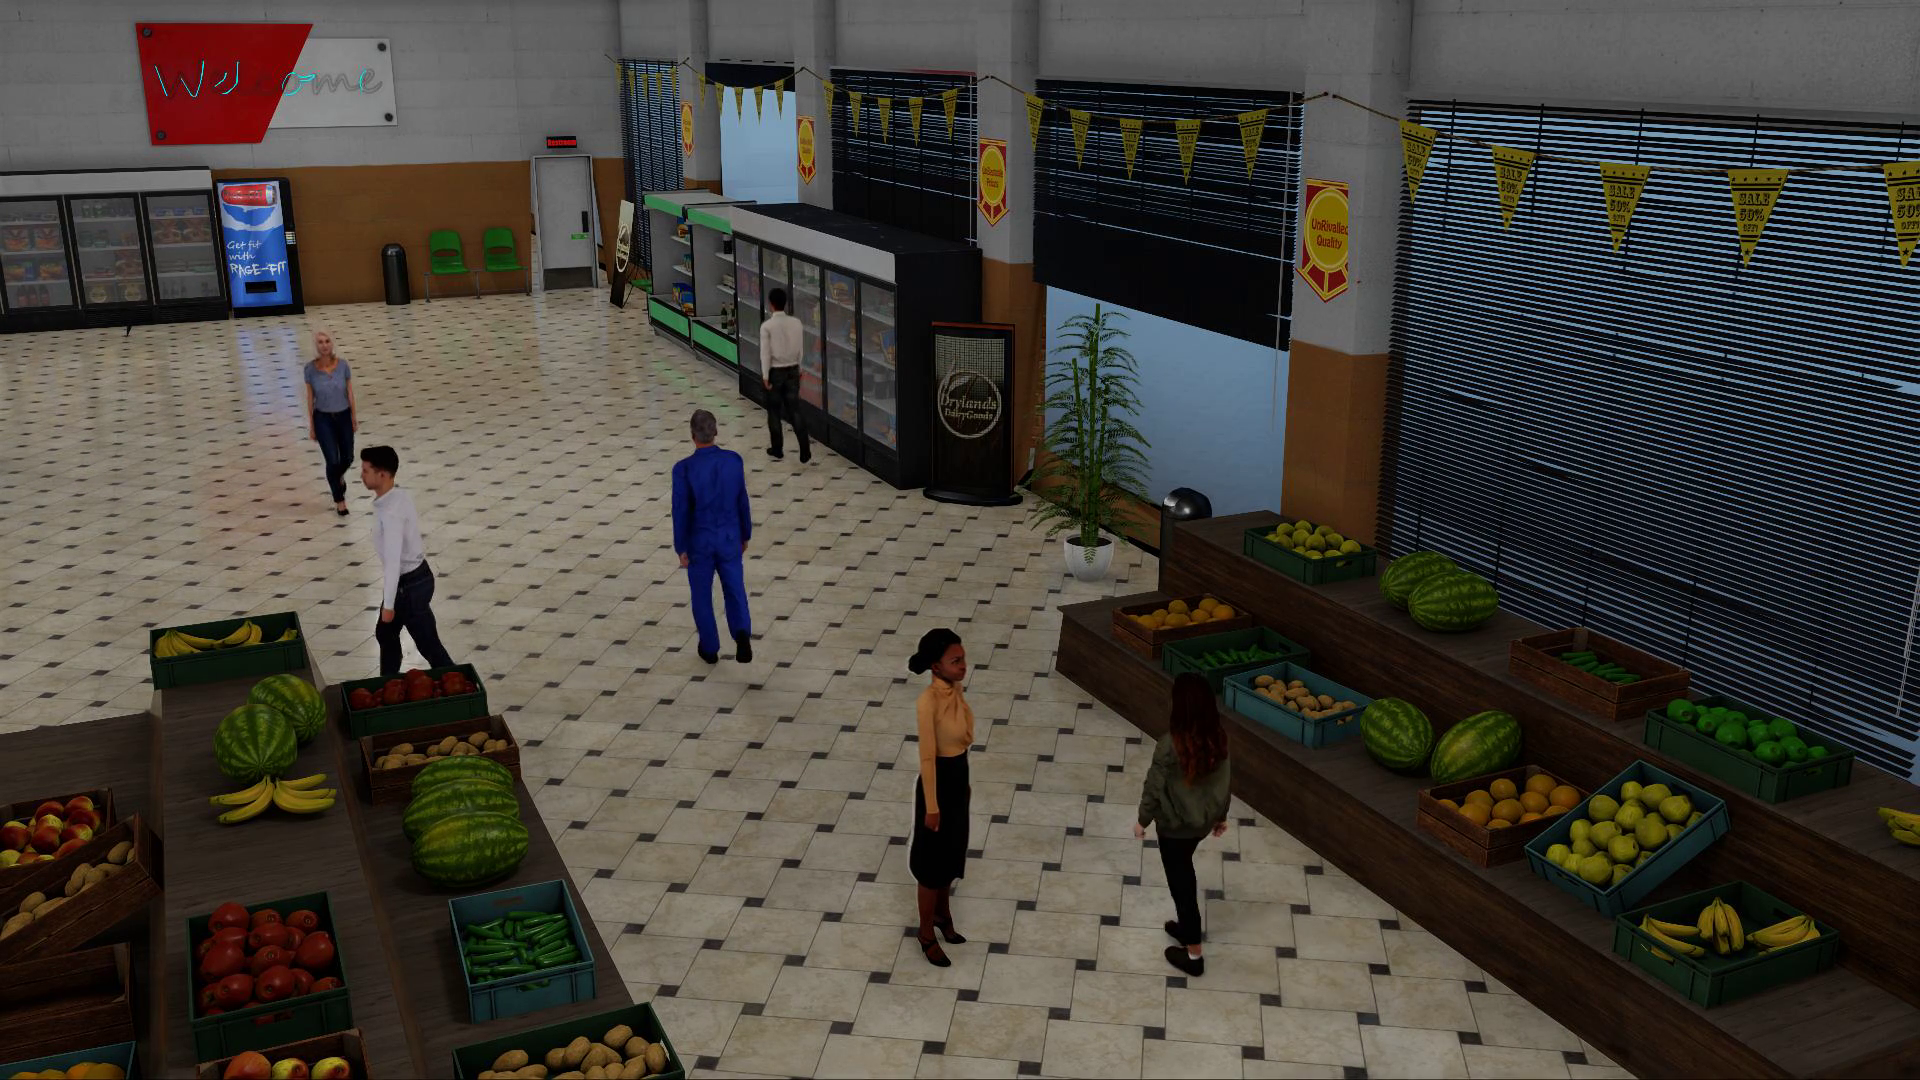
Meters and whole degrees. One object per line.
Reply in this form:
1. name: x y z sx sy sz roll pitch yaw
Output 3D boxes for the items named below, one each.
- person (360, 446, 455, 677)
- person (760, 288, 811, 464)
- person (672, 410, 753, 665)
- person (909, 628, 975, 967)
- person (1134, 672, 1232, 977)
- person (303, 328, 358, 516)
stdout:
1. person: -3.387 0.296 10.528 0.827 1.838 0.996 -4 17 -13
2. person: -1.768 -1.652 17.037 0.670 1.784 1.042 -9 19 -27
3. person: -1.666 0.029 11.450 0.729 1.813 0.914 -8 18 -23
4. person: -0.076 1.202 7.863 0.724 1.653 0.669 7 18 21
5. person: 1.098 1.343 7.729 0.646 1.462 0.666 -12 21 -35
6. person: -5.820 -1.111 15.393 0.646 1.704 0.982 -10 19 -29
